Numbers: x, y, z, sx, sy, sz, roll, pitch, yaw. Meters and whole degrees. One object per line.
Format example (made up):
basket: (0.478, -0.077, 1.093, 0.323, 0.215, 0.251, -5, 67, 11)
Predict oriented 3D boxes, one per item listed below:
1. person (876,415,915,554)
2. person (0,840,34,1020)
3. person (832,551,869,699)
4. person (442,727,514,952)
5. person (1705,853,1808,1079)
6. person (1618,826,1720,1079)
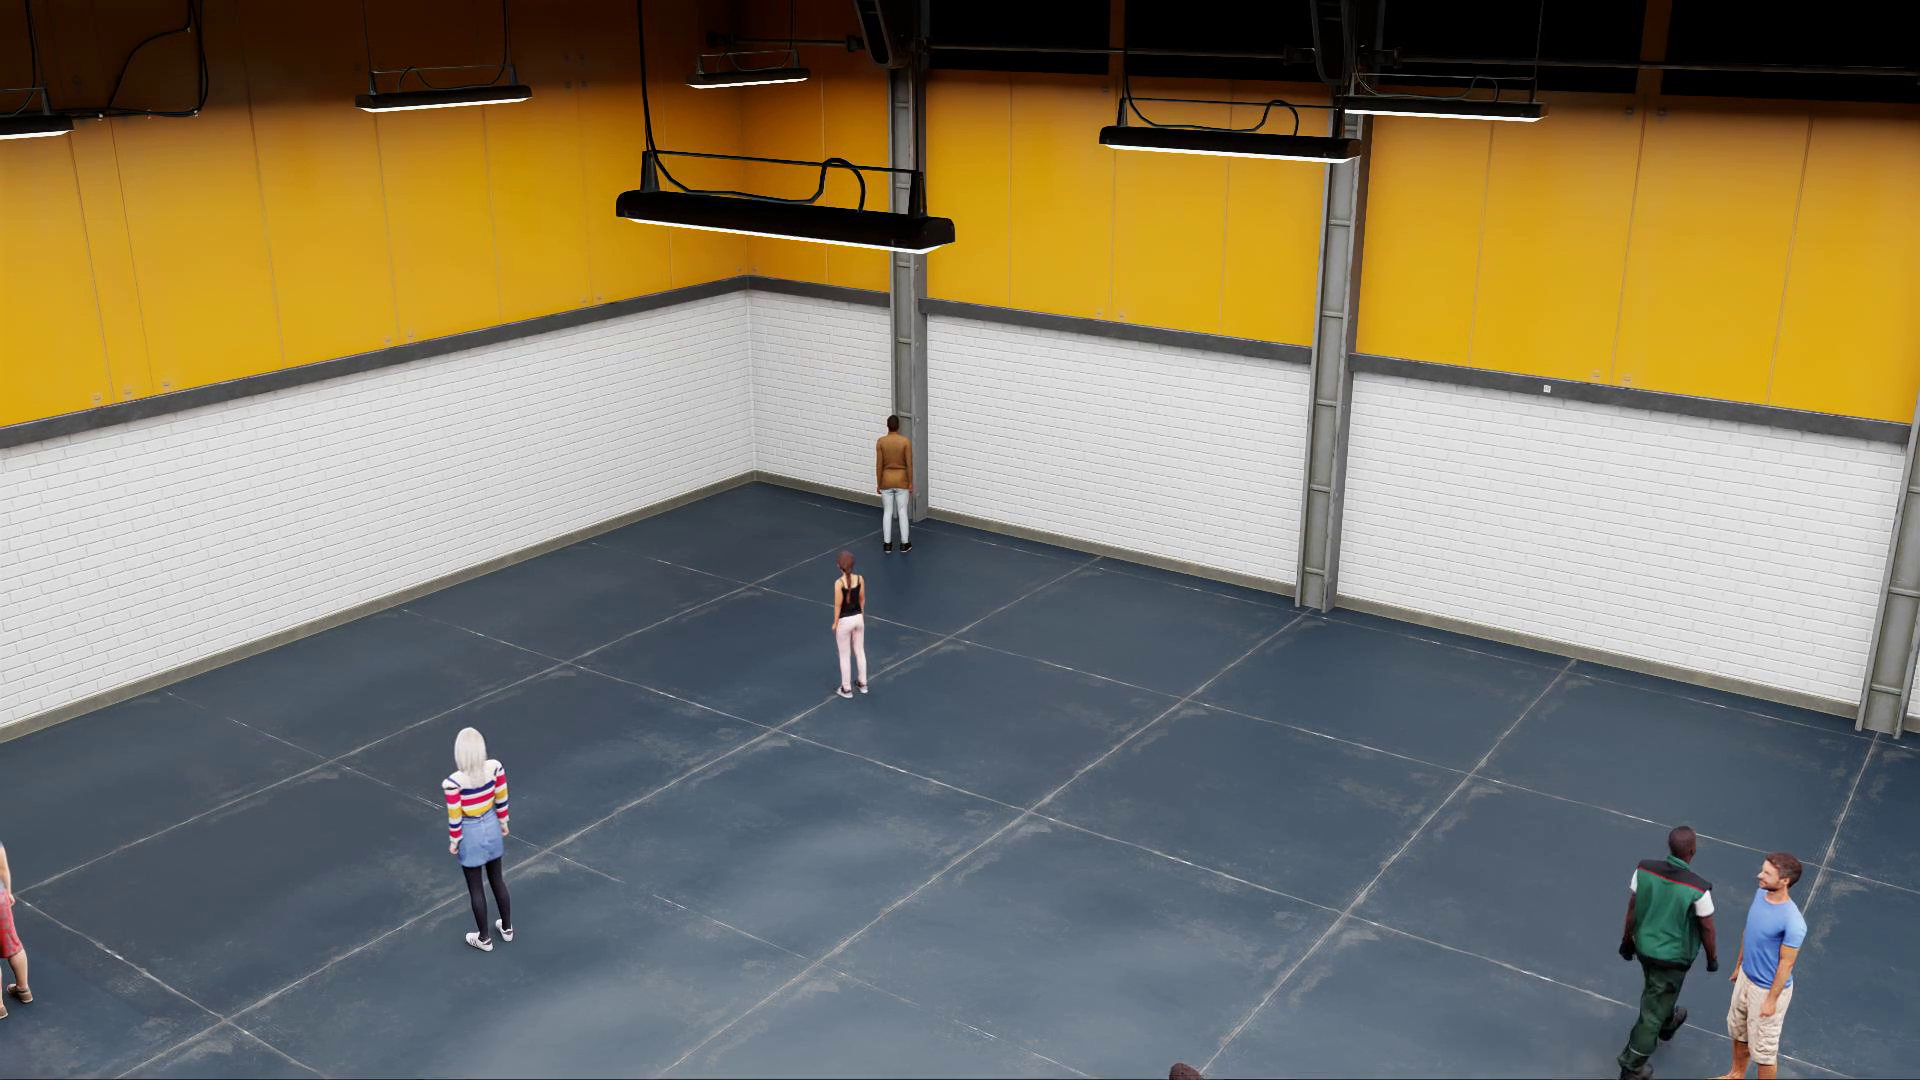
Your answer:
person: (-0.843, -0.733, 21.448, 0.663, 1.816, 0.777, 1, 19, 3)
person: (-6.911, 2.604, 11.799, 0.577, 1.651, 0.612, 8, 20, 23)
person: (-1.135, 0.853, 17.134, 0.600, 1.563, 0.596, -13, 22, -33)
person: (-3.642, 2.250, 12.604, 0.688, 1.808, 0.565, -18, 25, -42)
person: (5.191, 2.849, 10.739, 0.781, 1.864, 0.739, -2, 19, -5)
person: (4.614, 2.794, 11.012, 1.035, 1.792, 1.181, -12, 22, -32)
